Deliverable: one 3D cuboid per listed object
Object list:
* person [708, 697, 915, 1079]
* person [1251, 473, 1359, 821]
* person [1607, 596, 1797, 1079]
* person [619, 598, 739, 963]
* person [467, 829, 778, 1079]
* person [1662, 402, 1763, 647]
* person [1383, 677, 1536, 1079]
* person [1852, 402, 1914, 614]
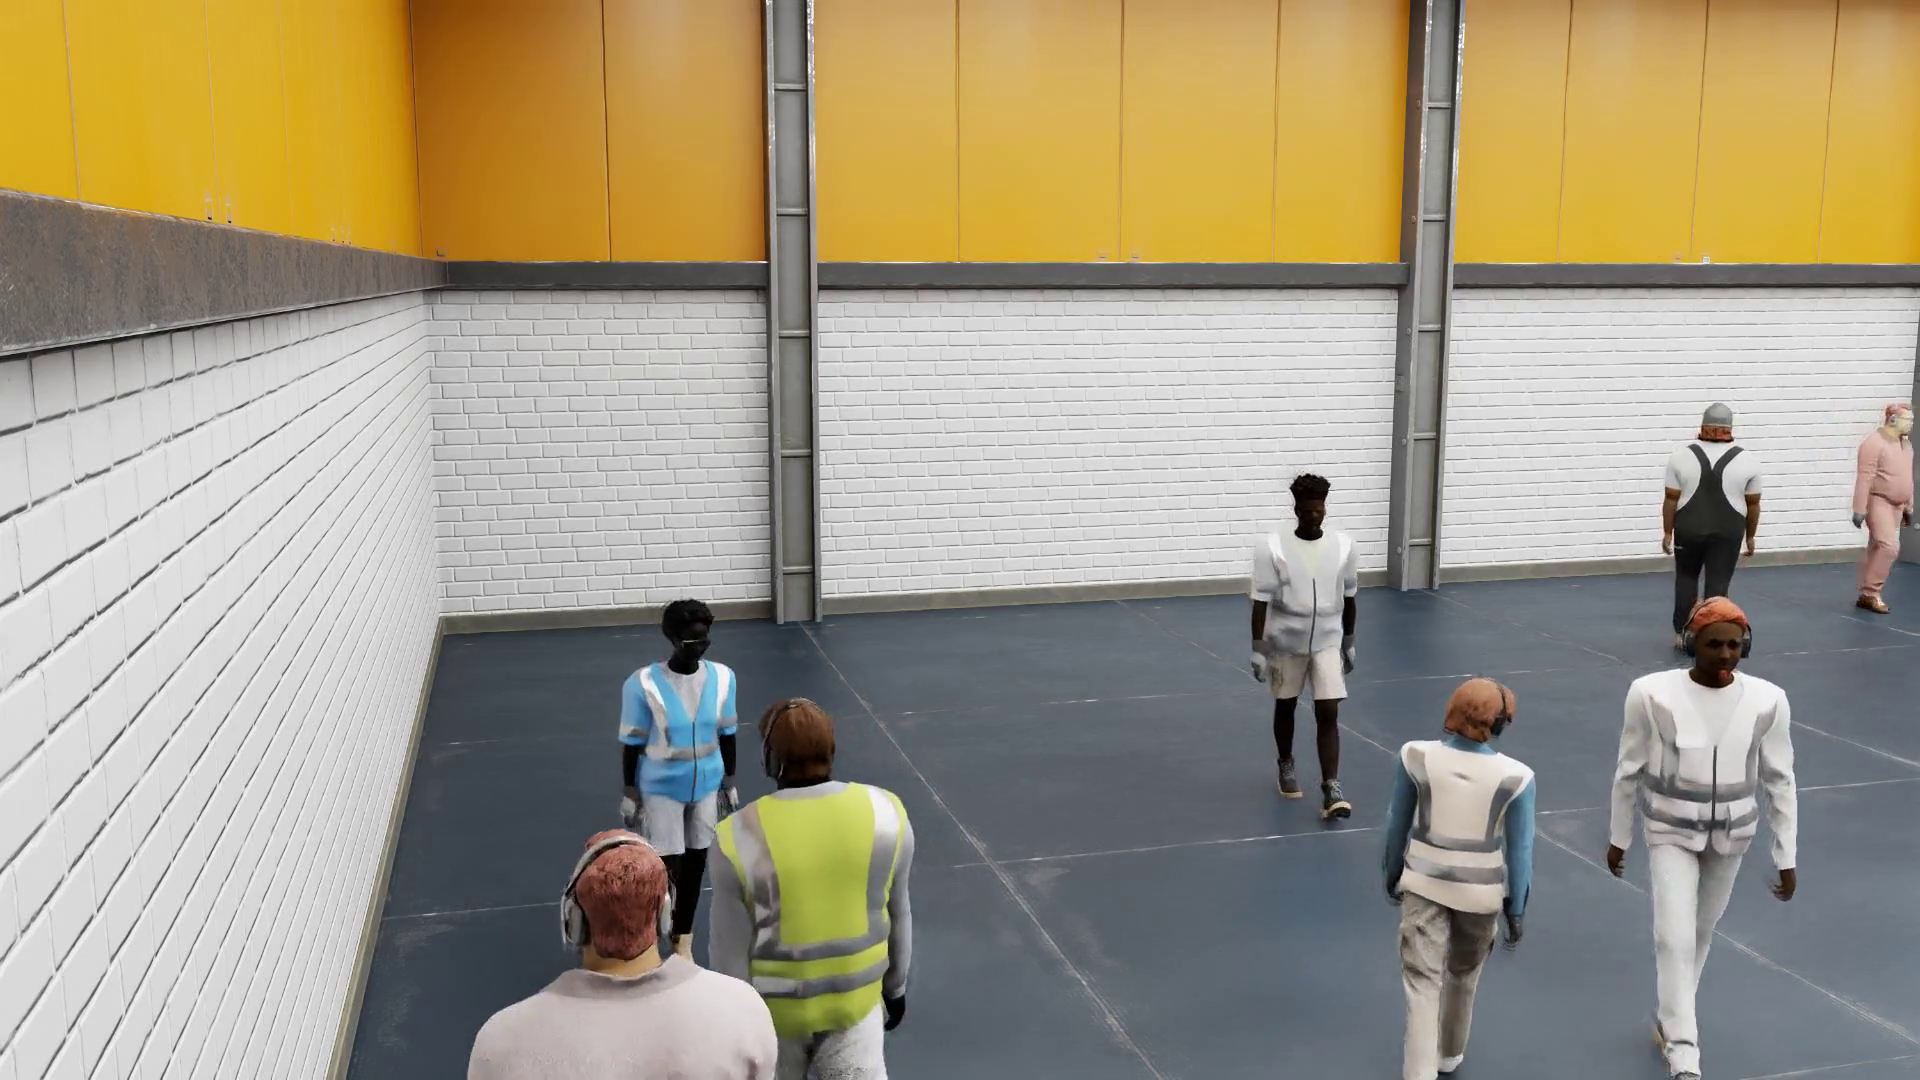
[{"bbox_3d":[-0.414,1.359,4.841,0.630,1.813,0.861,-3,10,-20],"label":"person"},{"bbox_3d":[1.941,0.593,9.286,0.640,1.912,0.981,0,9,-1],"label":"person"},{"bbox_3d":[2.747,1.144,6.076,0.611,1.844,0.923,1,9,5],"label":"person"},{"bbox_3d":[-1.177,1.065,7.070,0.543,1.676,0.362,-7,11,-36],"label":"person"},{"bbox_3d":[-0.689,1.544,3.484,0.654,1.878,0.810,-4,10,-25],"label":"person"},{"bbox_3d":[5.970,-0.095,13.215,0.707,2.000,0.719,5,10,27],"label":"person"},{"bbox_3d":[1.774,1.283,5.978,0.530,1.596,0.819,3,10,19],"label":"person"},{"bbox_3d":[8.300,-0.279,14.836,0.684,1.884,0.562,-6,11,-32],"label":"person"}]
